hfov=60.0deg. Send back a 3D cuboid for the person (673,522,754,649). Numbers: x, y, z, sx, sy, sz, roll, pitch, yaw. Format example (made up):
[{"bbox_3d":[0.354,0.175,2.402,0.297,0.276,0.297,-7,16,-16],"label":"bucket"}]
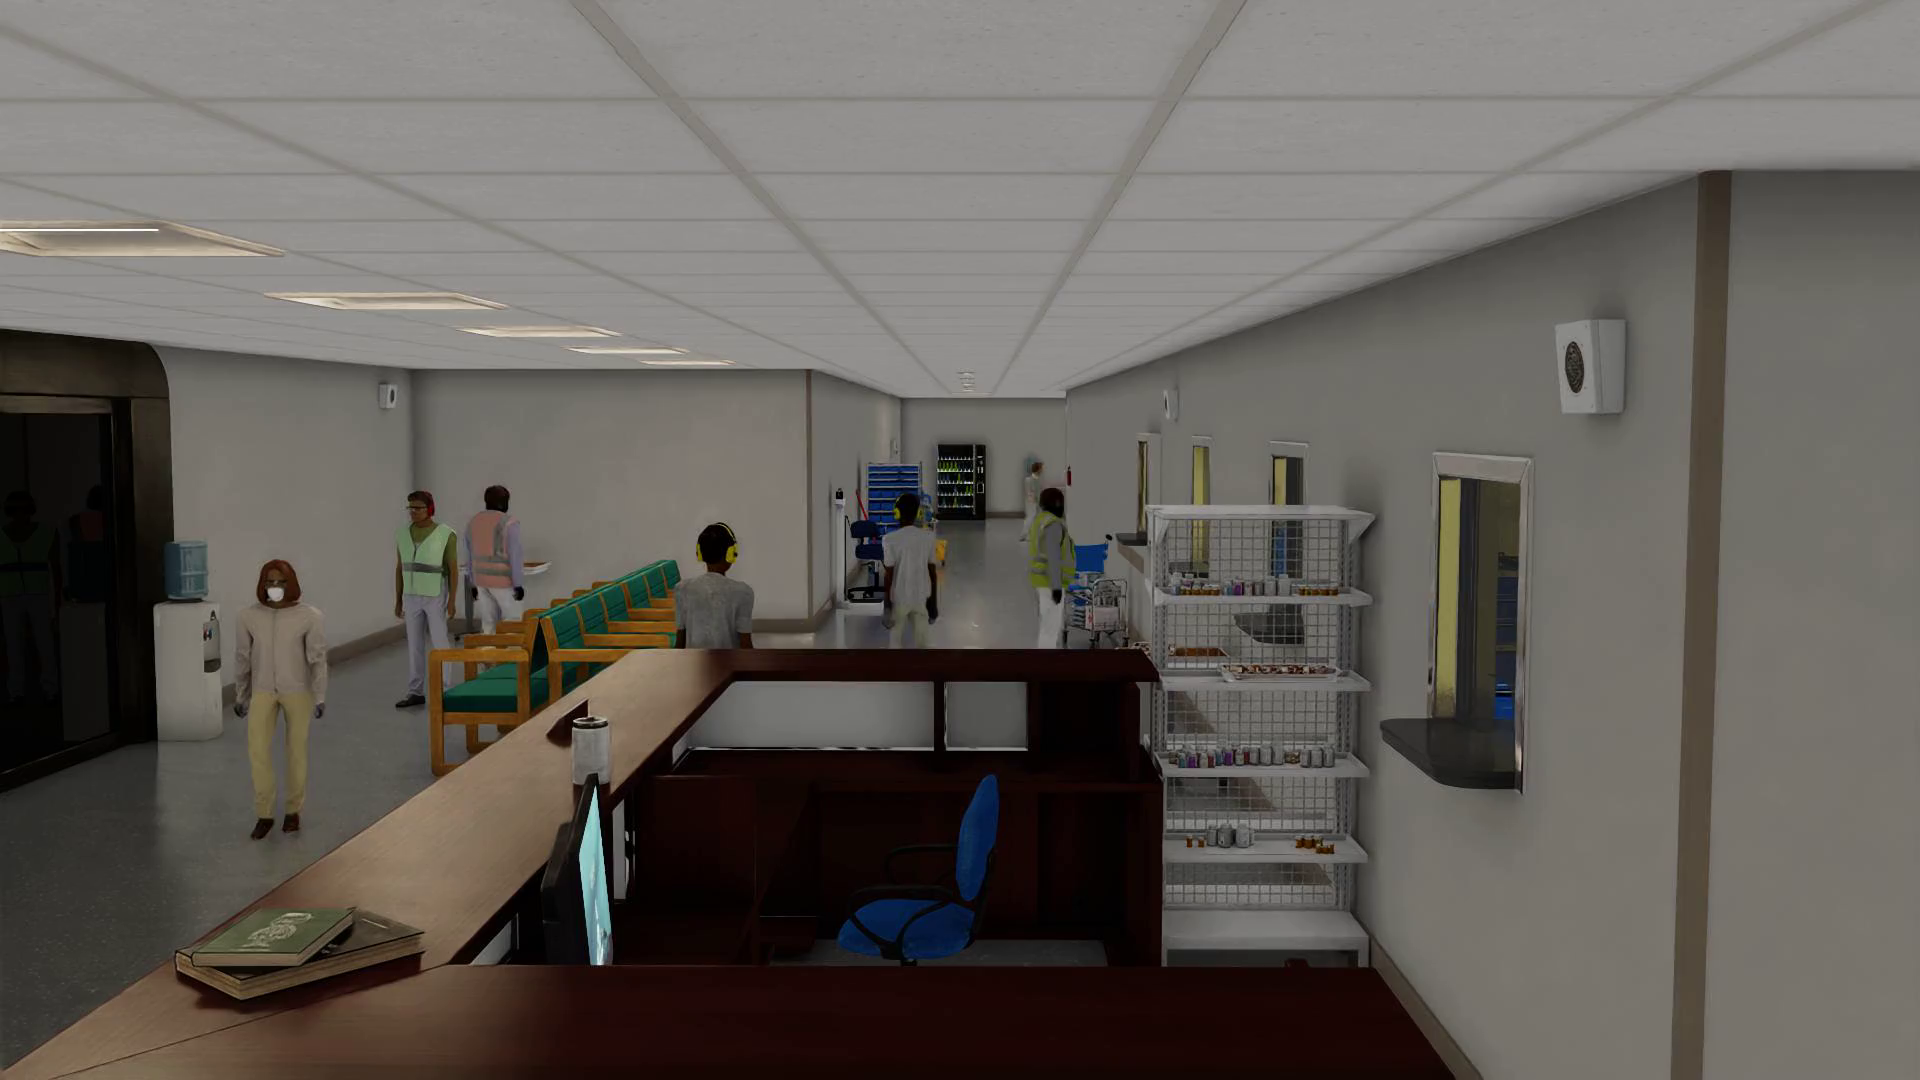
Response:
[{"bbox_3d":[-1.365,0.834,9.279,0.505,1.861,0.330,1,4,17],"label":"person"}]

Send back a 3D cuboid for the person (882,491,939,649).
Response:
[{"bbox_3d":[-0.391,0.522,13.723,0.523,1.848,0.765,-2,5,-27],"label":"person"}]

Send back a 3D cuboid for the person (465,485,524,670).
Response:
[{"bbox_3d":[-4.342,0.400,15.519,0.649,1.827,0.492,2,5,28],"label":"person"}]

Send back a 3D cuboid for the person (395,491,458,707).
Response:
[{"bbox_3d":[-4.497,0.500,14.038,0.571,1.840,0.373,1,4,15],"label":"person"}]

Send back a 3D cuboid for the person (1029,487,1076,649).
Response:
[{"bbox_3d":[0.862,0.427,15.353,0.431,1.813,0.759,0,4,-6],"label":"person"}]

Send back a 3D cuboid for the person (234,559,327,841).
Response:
[{"bbox_3d":[-3.946,0.922,9.629,0.531,1.610,0.586,-1,4,-12],"label":"person"}]
